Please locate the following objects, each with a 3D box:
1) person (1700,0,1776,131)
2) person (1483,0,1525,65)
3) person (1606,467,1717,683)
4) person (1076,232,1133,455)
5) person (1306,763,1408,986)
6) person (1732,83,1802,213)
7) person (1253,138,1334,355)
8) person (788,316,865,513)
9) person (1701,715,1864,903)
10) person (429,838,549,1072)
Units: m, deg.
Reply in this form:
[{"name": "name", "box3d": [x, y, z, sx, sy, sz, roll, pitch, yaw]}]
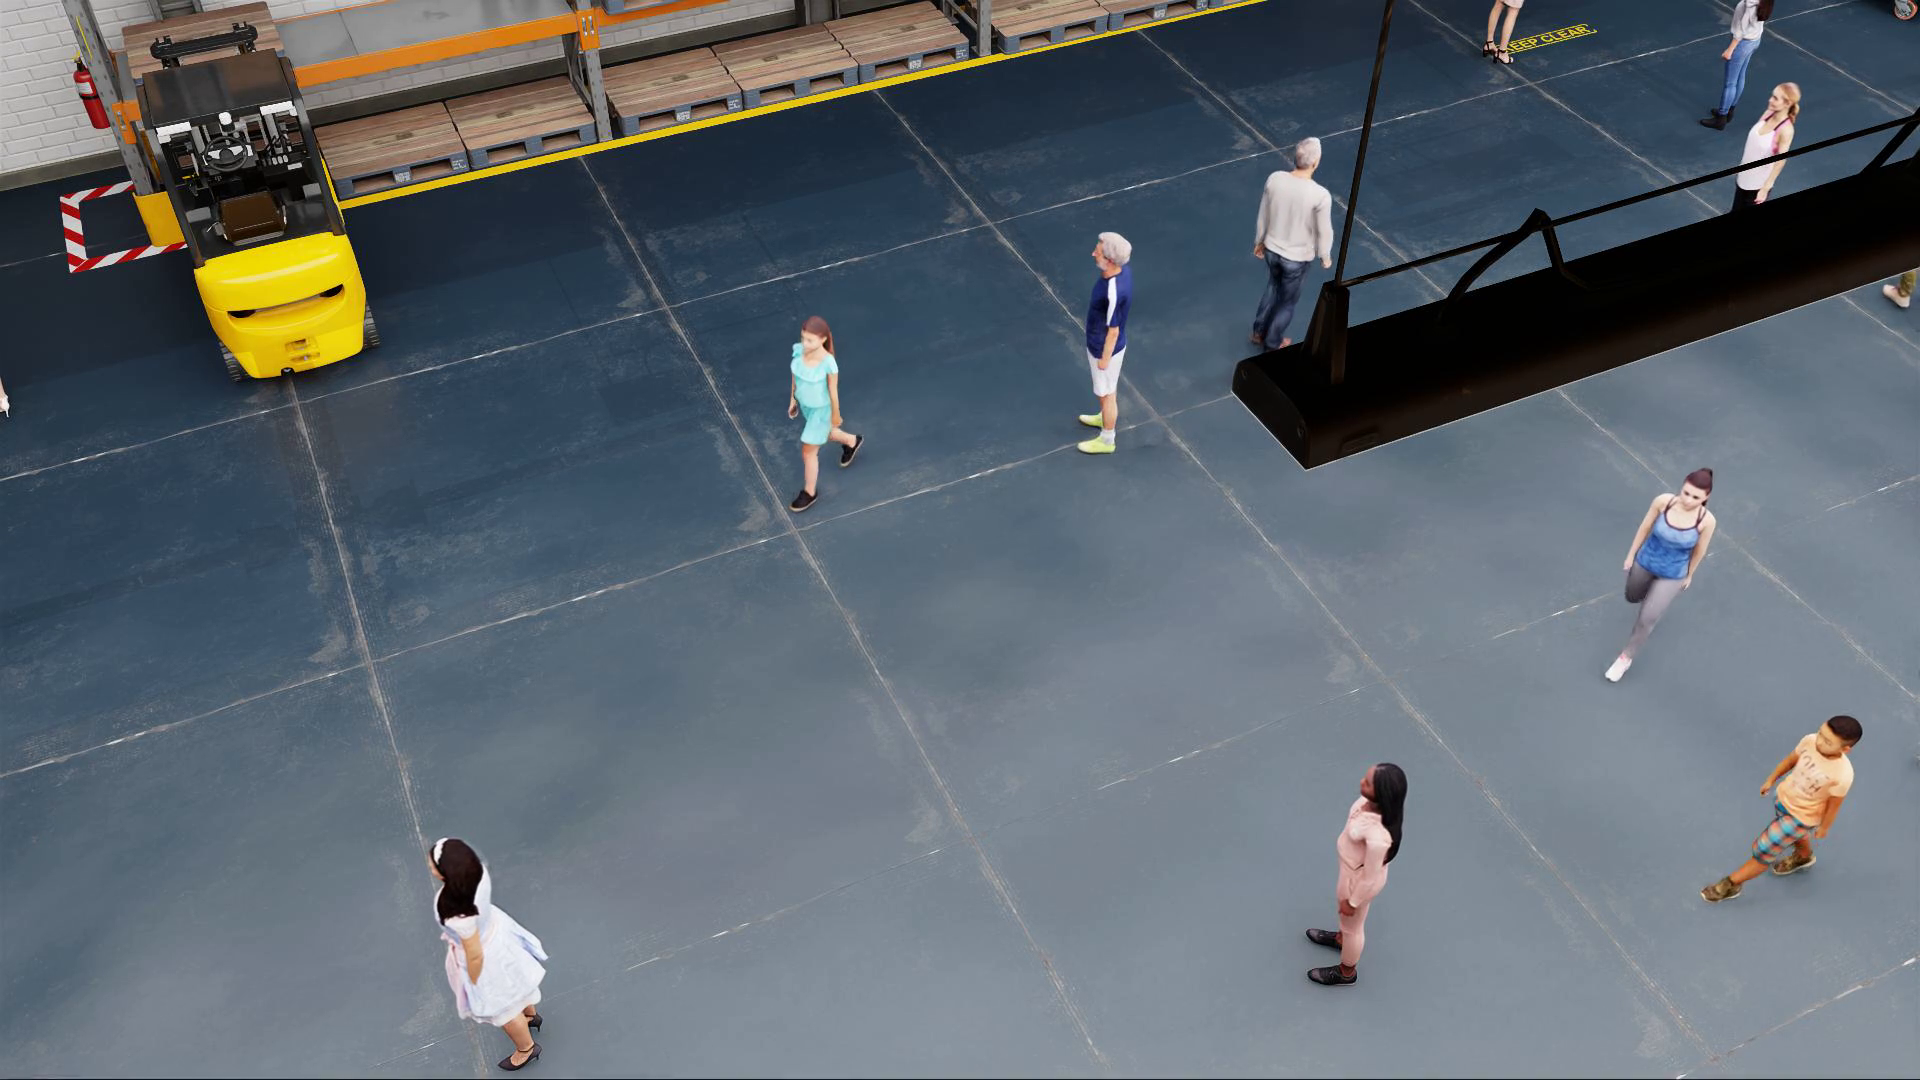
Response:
[{"name": "person", "box3d": [7.317, -4.622, 15.500, 0.729, 1.633, 0.583, 32, 52, 29]}, {"name": "person", "box3d": [5.472, -5.594, 16.378, 0.485, 1.830, 0.566, -17, 46, -17]}, {"name": "person", "box3d": [4.445, 0.150, 10.522, 0.797, 1.590, 1.070, 33, 53, 30]}, {"name": "person", "box3d": [1.059, -1.431, 12.002, 0.719, 1.839, 0.719, 2, 44, 2]}, {"name": "person", "box3d": [2.109, 1.748, 8.750, 0.727, 1.721, 0.703, 7, 44, 8]}, {"name": "person", "box3d": [6.516, -2.925, 13.607, 0.632, 1.787, 0.662, -3, 44, -3]}, {"name": "person", "box3d": [2.478, -2.162, 12.729, 0.775, 1.894, 0.812, -33, 53, -30]}, {"name": "person", "box3d": [-0.963, -0.973, 11.743, 0.803, 1.533, 1.107, 35, 53, 31]}, {"name": "person", "box3d": [4.725, 1.472, 9.251, 1.038, 1.430, 0.680, -9, 44, -10]}, {"name": "person", "box3d": [-2.368, 2.081, 8.332, 0.851, 1.816, 0.814, -2, 44, -2]}]
